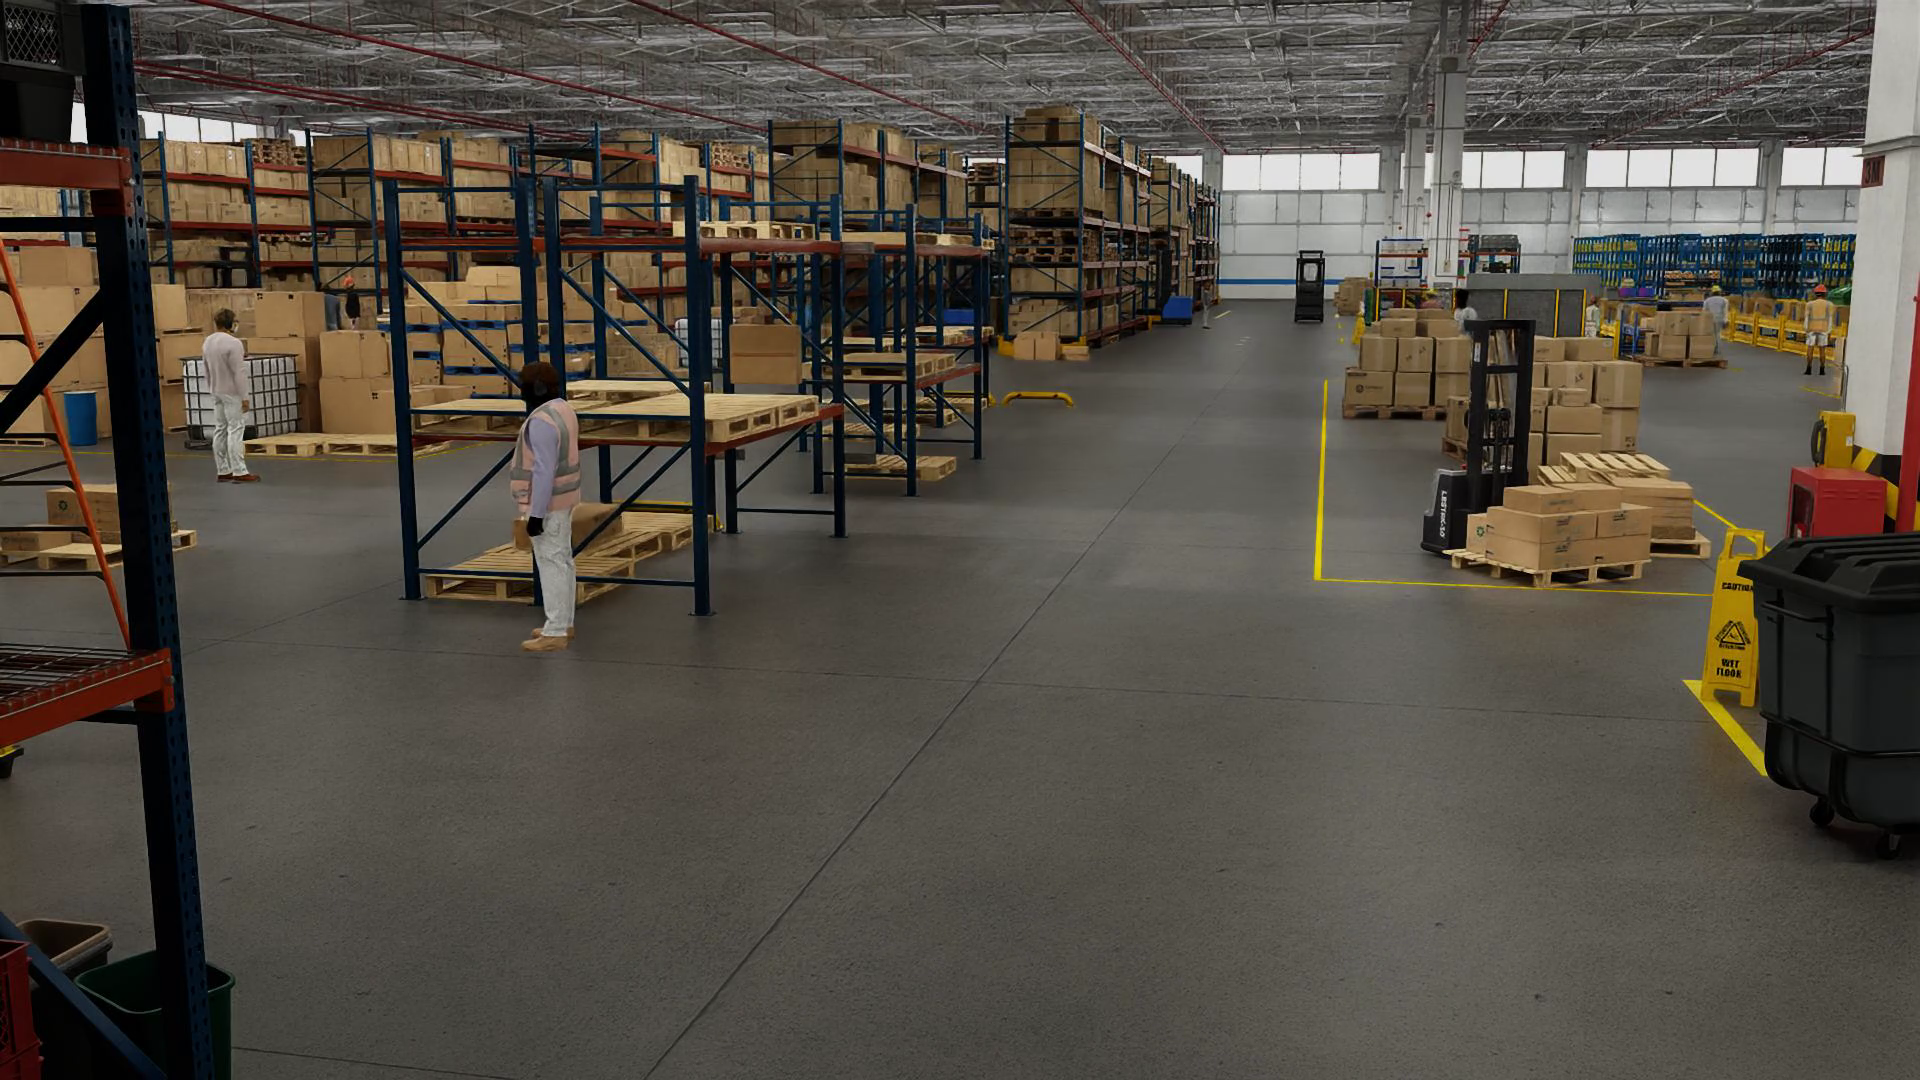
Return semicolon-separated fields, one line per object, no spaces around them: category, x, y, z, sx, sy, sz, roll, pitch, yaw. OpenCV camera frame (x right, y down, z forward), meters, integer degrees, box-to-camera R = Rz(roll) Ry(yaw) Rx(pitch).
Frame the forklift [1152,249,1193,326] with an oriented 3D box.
forklift;7.646;-9.320;61.395;1.873;2.768;1.129;2;10;11

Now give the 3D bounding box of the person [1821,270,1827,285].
person;42.909;-12.482;82.730;0.372;1.997;0.622;4;10;21

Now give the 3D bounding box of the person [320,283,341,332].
person;-14.599;-4.960;38.391;0.630;1.931;0.366;-7;12;-35

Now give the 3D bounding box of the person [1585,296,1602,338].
person;14.594;-4.814;38.389;0.307;1.638;0.511;-2;10;-11

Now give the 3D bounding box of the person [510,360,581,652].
person;-2.629;-0.216;10.563;0.429;1.844;0.627;0;10;-2

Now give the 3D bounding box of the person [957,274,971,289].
person;0.231;-8.675;60.144;0.853;2.003;0.612;7;12;35

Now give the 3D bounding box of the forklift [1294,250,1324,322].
forklift;13.778;-10.002;65.433;1.129;2.768;1.873;2;10;12

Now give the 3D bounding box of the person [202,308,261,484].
person;-8.073;-1.587;18.384;0.635;1.939;0.361;6;11;31

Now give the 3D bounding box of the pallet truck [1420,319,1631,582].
pallet truck;4.543;-0.757;13.299;0.823;1.965;1.885;-4;10;-22

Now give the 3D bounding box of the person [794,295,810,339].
person;-3.593;-4.855;38.497;0.631;1.684;0.540;6;11;31

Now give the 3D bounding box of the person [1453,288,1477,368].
person;9.340;-3.694;30.846;0.735;1.948;0.625;-3;10;-19

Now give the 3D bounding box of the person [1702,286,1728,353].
person;19.528;-5.680;43.078;0.606;1.780;0.937;3;10;16

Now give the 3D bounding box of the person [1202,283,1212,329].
person;8.804;-8.329;59.209;0.284;1.632;0.507;0;10;2

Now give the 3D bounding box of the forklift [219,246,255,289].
forklift;-20.237;-6.849;46.761;1.129;2.768;1.873;2;10;13

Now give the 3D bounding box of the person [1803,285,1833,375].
person;18.366;-4.497;35.631;0.547;1.934;0.375;4;10;22

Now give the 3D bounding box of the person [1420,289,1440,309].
person;11.683;-5.314;41.094;0.365;1.736;0.722;-9;13;-44

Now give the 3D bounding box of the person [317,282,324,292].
person;-15.553;-5.327;40.618;0.589;1.913;0.398;-2;10;-10

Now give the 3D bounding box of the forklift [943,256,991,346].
forklift;0.156;-6.846;46.746;1.129;2.768;1.873;2;10;12

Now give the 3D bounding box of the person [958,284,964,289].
person;0.021;-7.345;53.278;0.550;1.664;0.764;1;10;7

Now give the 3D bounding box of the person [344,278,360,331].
person;-15.776;-5.803;43.185;0.392;1.995;0.612;-5;11;-26

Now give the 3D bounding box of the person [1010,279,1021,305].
person;1.964;-8.559;59.852;1.035;1.870;0.540;5;11;26

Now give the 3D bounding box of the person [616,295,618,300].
person;-8.501;-5.251;40.998;0.524;1.631;0.323;1;10;5
